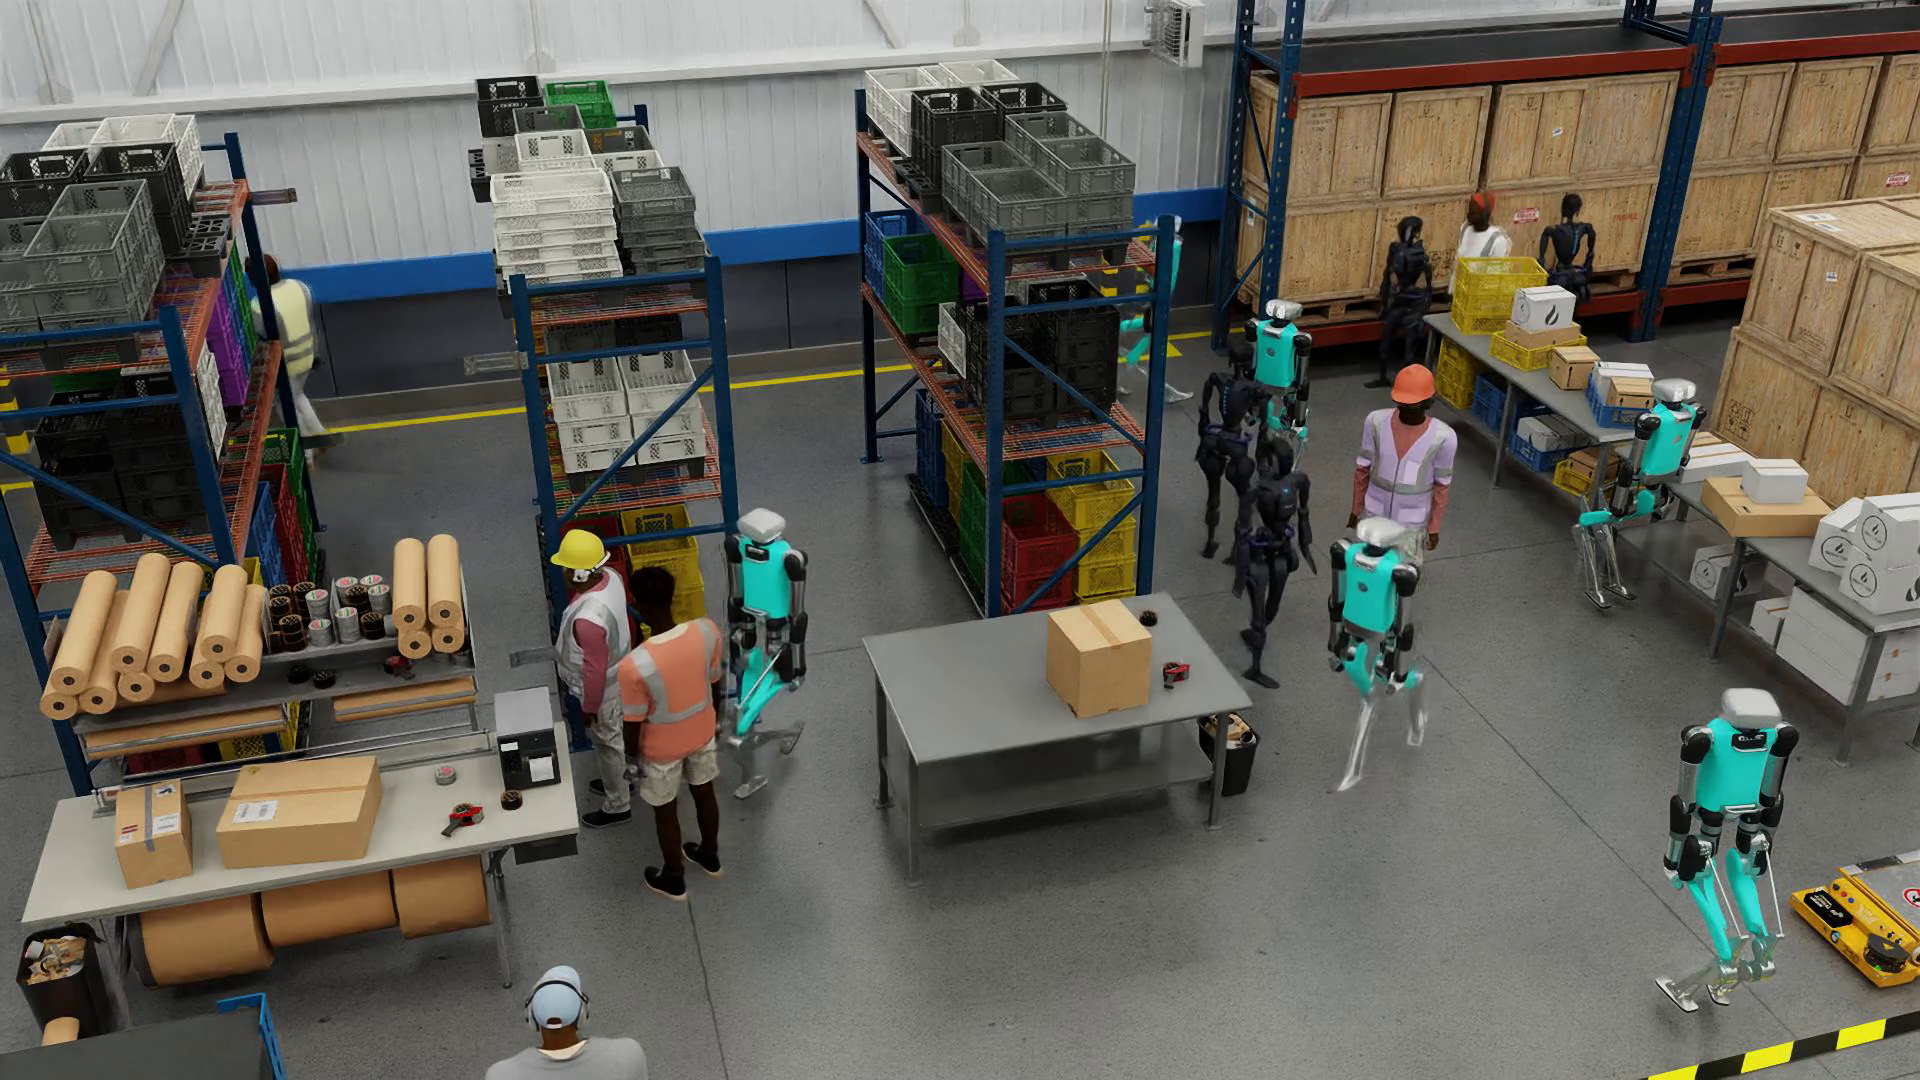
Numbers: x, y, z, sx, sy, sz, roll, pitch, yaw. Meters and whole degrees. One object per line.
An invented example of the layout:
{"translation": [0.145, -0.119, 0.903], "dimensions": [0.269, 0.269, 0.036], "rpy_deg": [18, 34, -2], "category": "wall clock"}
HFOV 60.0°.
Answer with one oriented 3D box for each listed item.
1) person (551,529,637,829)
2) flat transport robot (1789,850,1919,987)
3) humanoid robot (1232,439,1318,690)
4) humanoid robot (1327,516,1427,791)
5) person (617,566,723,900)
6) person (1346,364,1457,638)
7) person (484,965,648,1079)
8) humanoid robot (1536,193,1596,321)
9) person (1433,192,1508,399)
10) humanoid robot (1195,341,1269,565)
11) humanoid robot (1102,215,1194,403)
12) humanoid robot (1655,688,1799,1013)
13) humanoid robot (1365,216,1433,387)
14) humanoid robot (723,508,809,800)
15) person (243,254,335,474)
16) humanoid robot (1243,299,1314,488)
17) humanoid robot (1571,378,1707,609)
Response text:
{"translation": [-2.001, 0.755, 9.162], "dimensions": [0.404, 1.833, 0.588], "rpy_deg": [-1, 29, -2], "category": "person"}
{"translation": [5.163, 1.916, 8.676], "dimensions": [1.431, 0.231, 0.659], "rpy_deg": [-8, 30, -14], "category": "flat transport robot"}
{"translation": [1.988, 0.101, 10.554], "dimensions": [0.603, 1.646, 0.612], "rpy_deg": [-14, 32, -24], "category": "humanoid robot"}
{"translation": [2.523, 0.567, 9.624], "dimensions": [0.952, 1.769, 0.530], "rpy_deg": [-25, 38, -38], "category": "humanoid robot"}
{"translation": [-1.493, 1.001, 8.593], "dimensions": [0.603, 1.956, 0.402], "rpy_deg": [-25, 37, -37], "category": "person"}
{"translation": [2.789, -0.172, 10.633], "dimensions": [0.604, 2.045, 0.375], "rpy_deg": [15, 32, 25], "category": "person"}
{"translation": [-1.426, 2.340, 6.260], "dimensions": [0.594, 1.851, 0.398], "rpy_deg": [-8, 30, -14], "category": "person"}
{"translation": [5.355, -2.266, 14.819], "dimensions": [0.616, 1.660, 0.309], "rpy_deg": [-7, 29, -12], "category": "humanoid robot"}
{"translation": [4.527, -2.132, 14.403], "dimensions": [0.888, 1.850, 0.585], "rpy_deg": [-7, 30, -13], "category": "person"}
{"translation": [1.889, -0.602, 11.800], "dimensions": [0.603, 1.648, 0.427], "rpy_deg": [22, 36, 34], "category": "humanoid robot"}
{"translation": [1.526, -1.929, 14.159], "dimensions": [1.028, 1.736, 0.558], "rpy_deg": [6, 29, 11], "category": "humanoid robot"}
{"translation": [3.604, 1.540, 7.694], "dimensions": [0.533, 1.677, 0.735], "rpy_deg": [-3, 29, -5], "category": "humanoid robot"}
{"translation": [3.858, -2.009, 14.361], "dimensions": [0.391, 1.635, 0.622], "rpy_deg": [-15, 32, -26], "category": "humanoid robot"}
{"translation": [-1.172, 0.705, 9.332], "dimensions": [0.547, 1.729, 0.984], "rpy_deg": [17, 33, 28], "category": "humanoid robot"}
{"translation": [-5.299, -1.372, 13.043], "dimensions": [0.457, 1.821, 0.636], "rpy_deg": [9, 30, 16], "category": "person"}
{"translation": [2.445, -1.060, 12.426], "dimensions": [0.533, 1.677, 0.735], "rpy_deg": [21, 35, 34], "category": "humanoid robot"}
{"translation": [4.470, -0.377, 11.185], "dimensions": [0.533, 1.676, 0.735], "rpy_deg": [-12, 31, -21], "category": "humanoid robot"}
